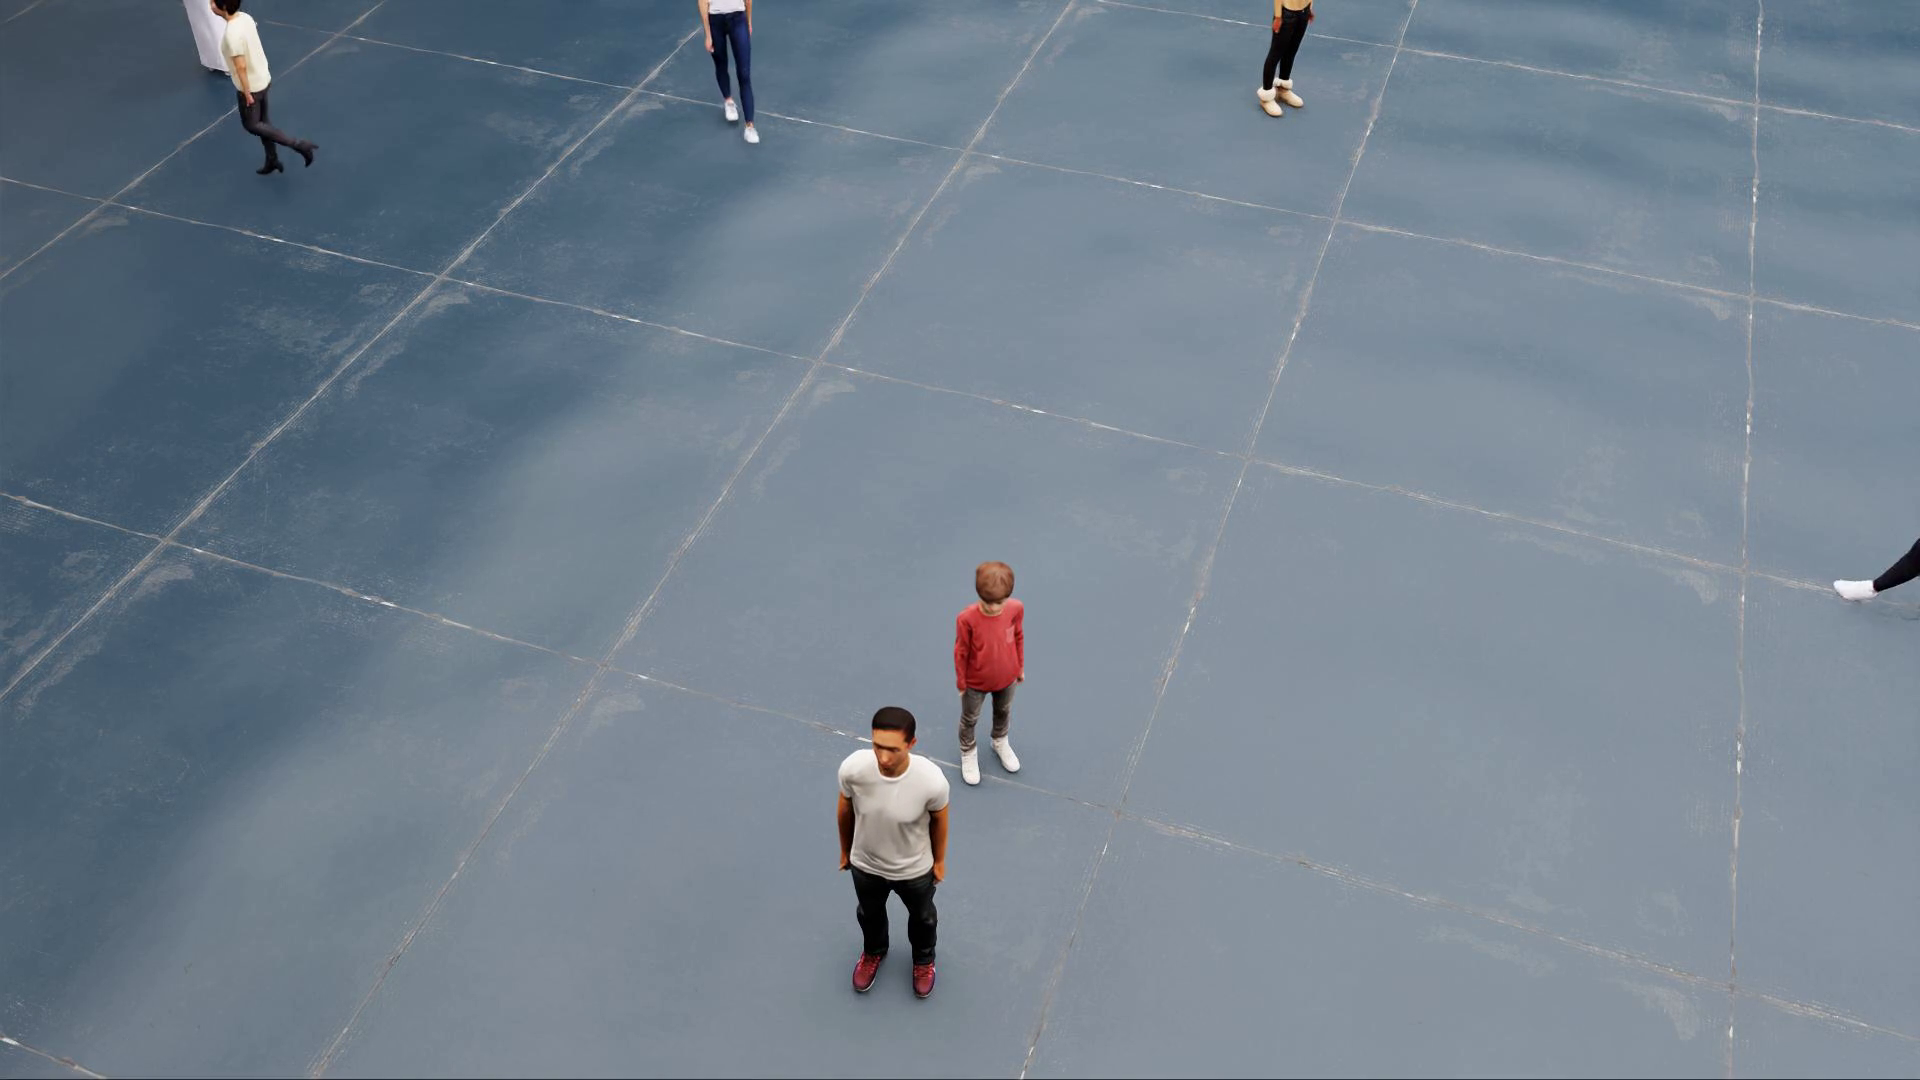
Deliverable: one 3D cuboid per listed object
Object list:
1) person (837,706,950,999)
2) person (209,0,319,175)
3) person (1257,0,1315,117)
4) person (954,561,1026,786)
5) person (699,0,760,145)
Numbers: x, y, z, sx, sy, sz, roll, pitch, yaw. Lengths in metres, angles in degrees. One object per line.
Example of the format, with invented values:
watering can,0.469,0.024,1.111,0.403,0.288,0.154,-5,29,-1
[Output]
person,-0.284,1.363,7.289,0.546,1.805,0.741,5,43,5
person,-5.301,-3.465,12.629,0.886,1.573,0.761,-2,43,-2
person,2.677,-4.279,13.439,0.682,1.659,0.709,-28,50,-27
person,0.144,0.644,8.344,0.572,1.417,0.647,-13,45,-14
person,-1.864,-4.068,13.159,1.091,1.731,1.041,-9,44,-10
